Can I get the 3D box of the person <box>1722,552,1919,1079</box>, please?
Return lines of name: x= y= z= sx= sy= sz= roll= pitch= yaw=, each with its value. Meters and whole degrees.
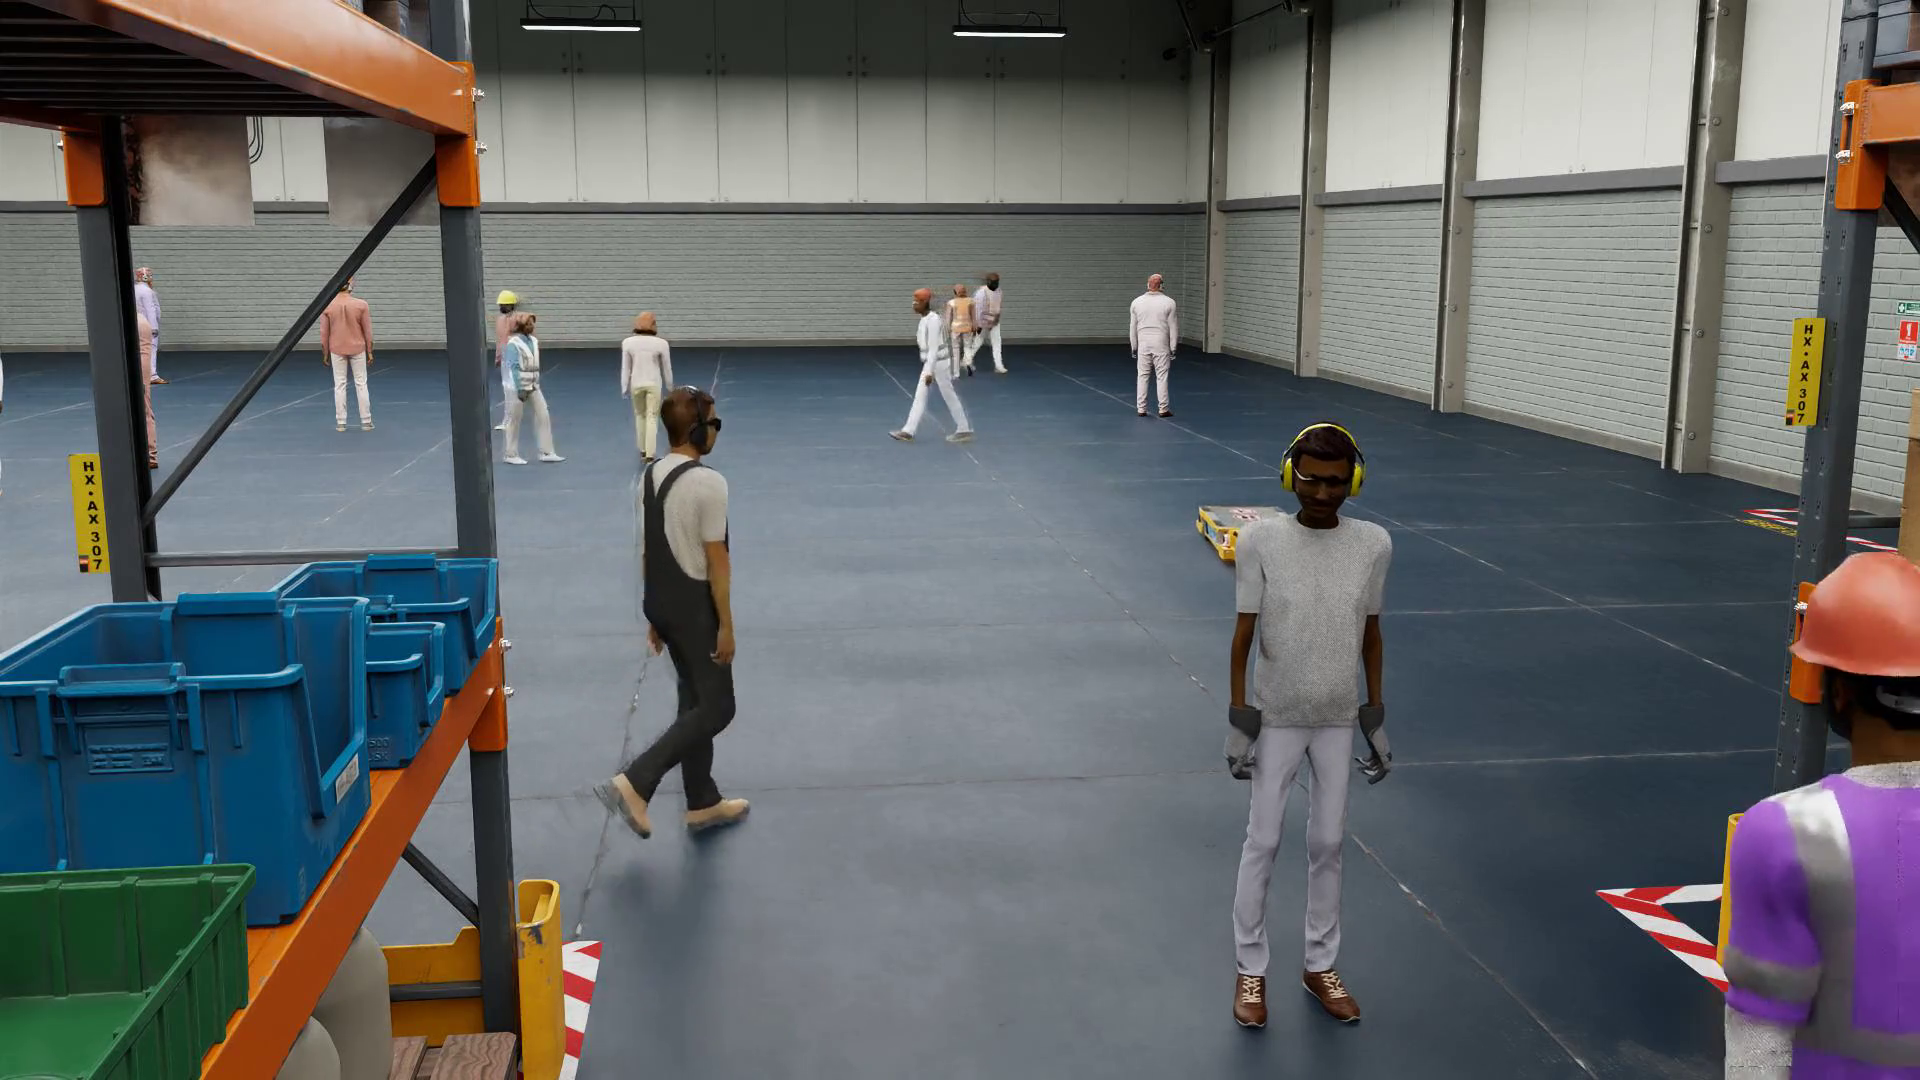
person: x=1.496 y=0.980 z=2.672 sx=0.550 sy=1.910 sz=0.841 roll=0 pitch=10 yaw=2

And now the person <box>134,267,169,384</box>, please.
person: x=-13.293 y=-3.503 z=27.247 sx=0.651 sy=1.907 sz=0.409 roll=9 pitch=14 yaw=42

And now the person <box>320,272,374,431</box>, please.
person: x=-7.600 y=-2.341 z=20.655 sx=0.608 sy=1.986 sz=0.389 roll=-3 pitch=11 yaw=-17

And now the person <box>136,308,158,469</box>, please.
person: x=-8.584 y=-1.666 z=17.194 sx=0.636 sy=1.902 sz=0.406 roll=10 pitch=14 yaw=44

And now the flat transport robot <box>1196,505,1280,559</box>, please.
flat transport robot: x=2.261 y=-0.072 z=12.922 sx=0.652 sy=0.197 sz=1.431 roll=0 pitch=10 yaw=0

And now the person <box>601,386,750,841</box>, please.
person: x=-1.118 y=0.309 z=6.552 sx=0.624 sy=1.825 sz=0.514 roll=-9 pitch=13 yaw=-40

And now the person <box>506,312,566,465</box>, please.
person: x=-4.503 y=-1.582 z=17.525 sx=0.740 sy=1.609 sz=0.547 roll=4 pitch=11 yaw=20

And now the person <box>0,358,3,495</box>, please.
person: x=-9.159 y=-1.327 z=15.382 sx=0.574 sy=1.882 sz=0.356 roll=-2 pitch=11 yaw=-11

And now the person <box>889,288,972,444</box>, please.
person: x=-0.320 y=-2.012 z=19.344 sx=1.058 sy=1.802 sz=0.585 roll=-4 pitch=11 yaw=-20

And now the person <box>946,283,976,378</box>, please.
person: x=0.027 y=-3.555 z=28.299 sx=0.528 sy=1.620 sz=0.463 roll=-2 pitch=10 yaw=-9

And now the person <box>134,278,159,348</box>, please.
person: x=-16.420 y=-4.499 z=33.515 sx=0.508 sy=1.611 sz=0.646 roll=-3 pitch=11 yaw=-14

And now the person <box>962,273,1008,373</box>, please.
person: x=0.440 y=-3.878 z=29.675 sx=0.659 sy=1.786 sz=0.944 roll=-10 pitch=14 yaw=-42

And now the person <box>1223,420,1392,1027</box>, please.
person: x=1.066 y=0.565 z=5.080 sx=0.520 sy=1.860 sz=0.327 roll=-1 pitch=10 yaw=-5

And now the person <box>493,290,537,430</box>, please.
person: x=-5.598 y=-2.276 z=20.952 sx=0.718 sy=1.743 sz=0.529 roll=-9 pitch=14 yaw=-42

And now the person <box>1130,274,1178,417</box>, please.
person: x=2.604 y=-2.593 z=22.257 sx=0.651 sy=1.906 sz=0.402 roll=4 pitch=11 yaw=21

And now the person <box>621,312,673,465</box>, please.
person: x=-3.326 y=-1.626 z=17.782 sx=0.523 sy=1.603 sz=0.750 roll=0 pitch=10 yaw=0
